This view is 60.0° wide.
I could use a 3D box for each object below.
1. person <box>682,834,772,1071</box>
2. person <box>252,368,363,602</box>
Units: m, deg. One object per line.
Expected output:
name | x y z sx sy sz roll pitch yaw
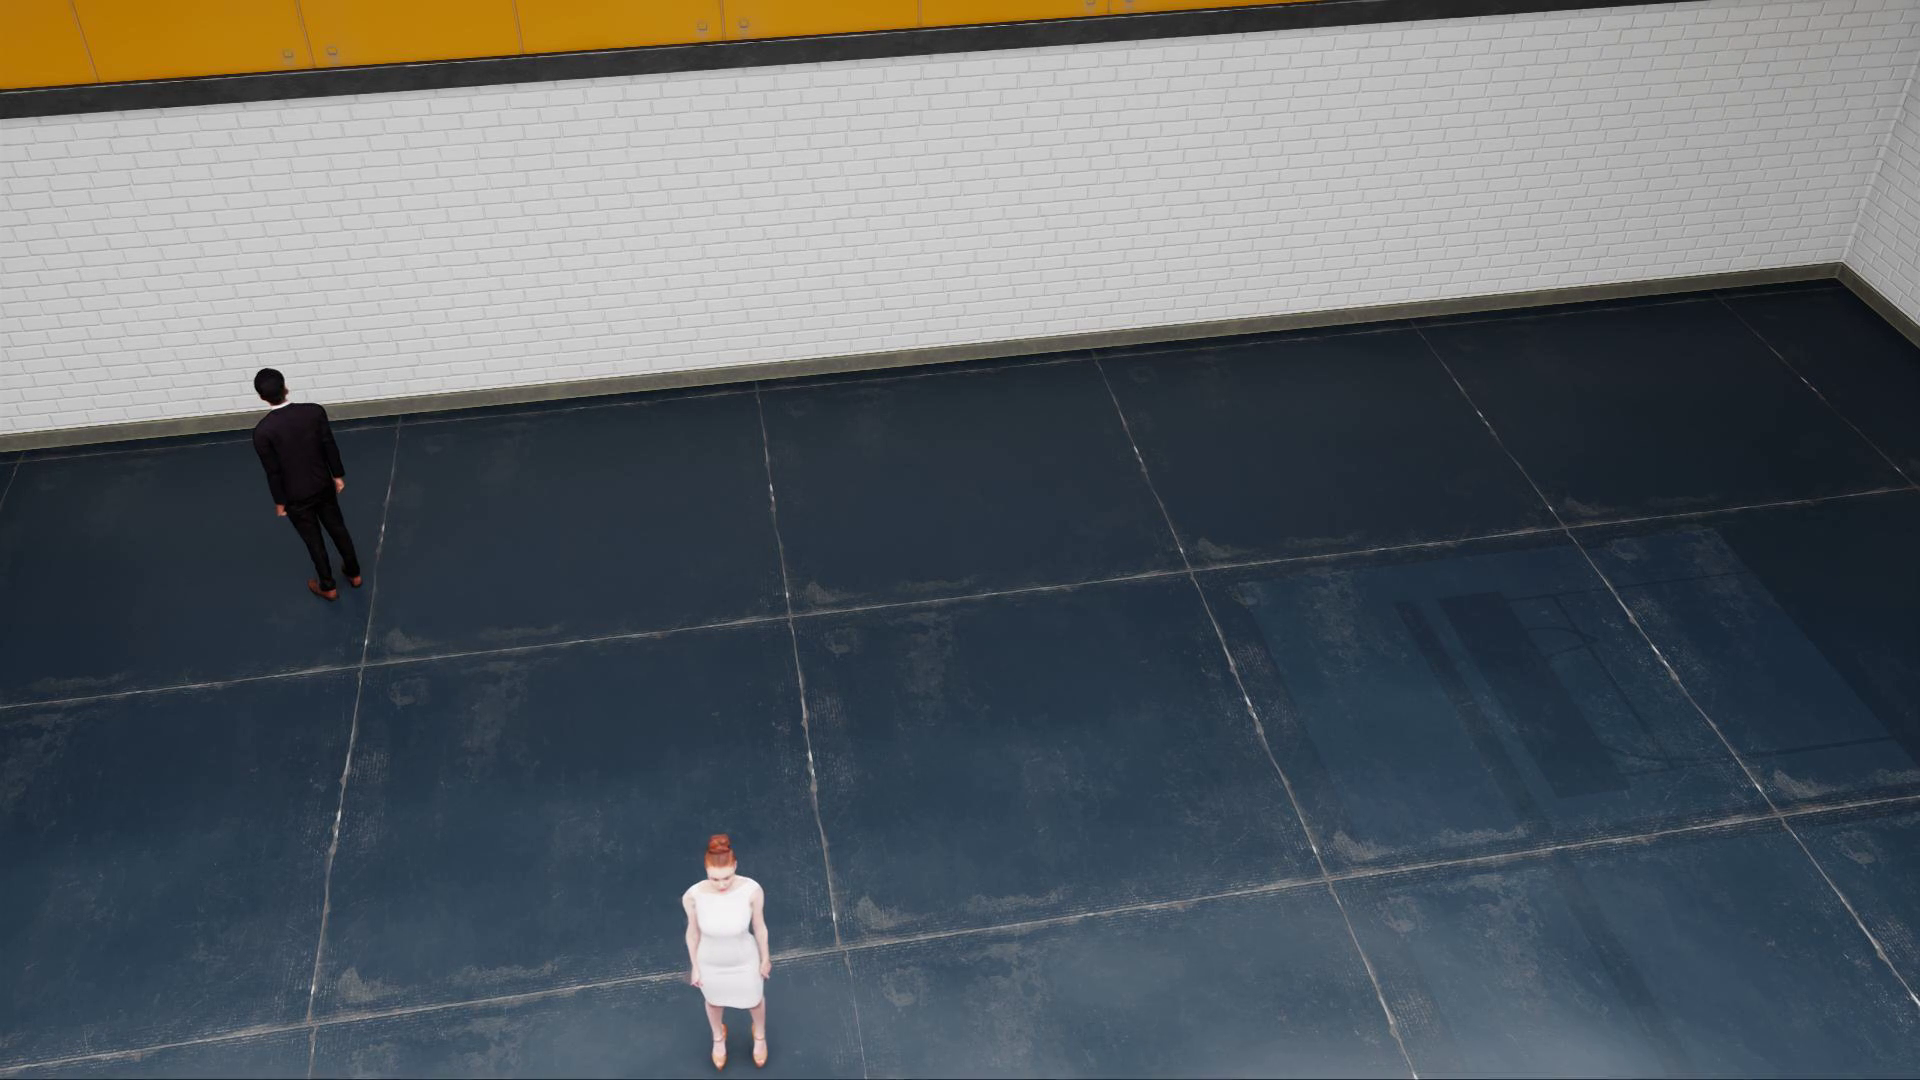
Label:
person | -1.190 2.156 8.602 0.585 1.791 0.523 -2 39 -2
person | -4.604 -0.386 11.716 0.778 1.878 0.769 31 48 33
